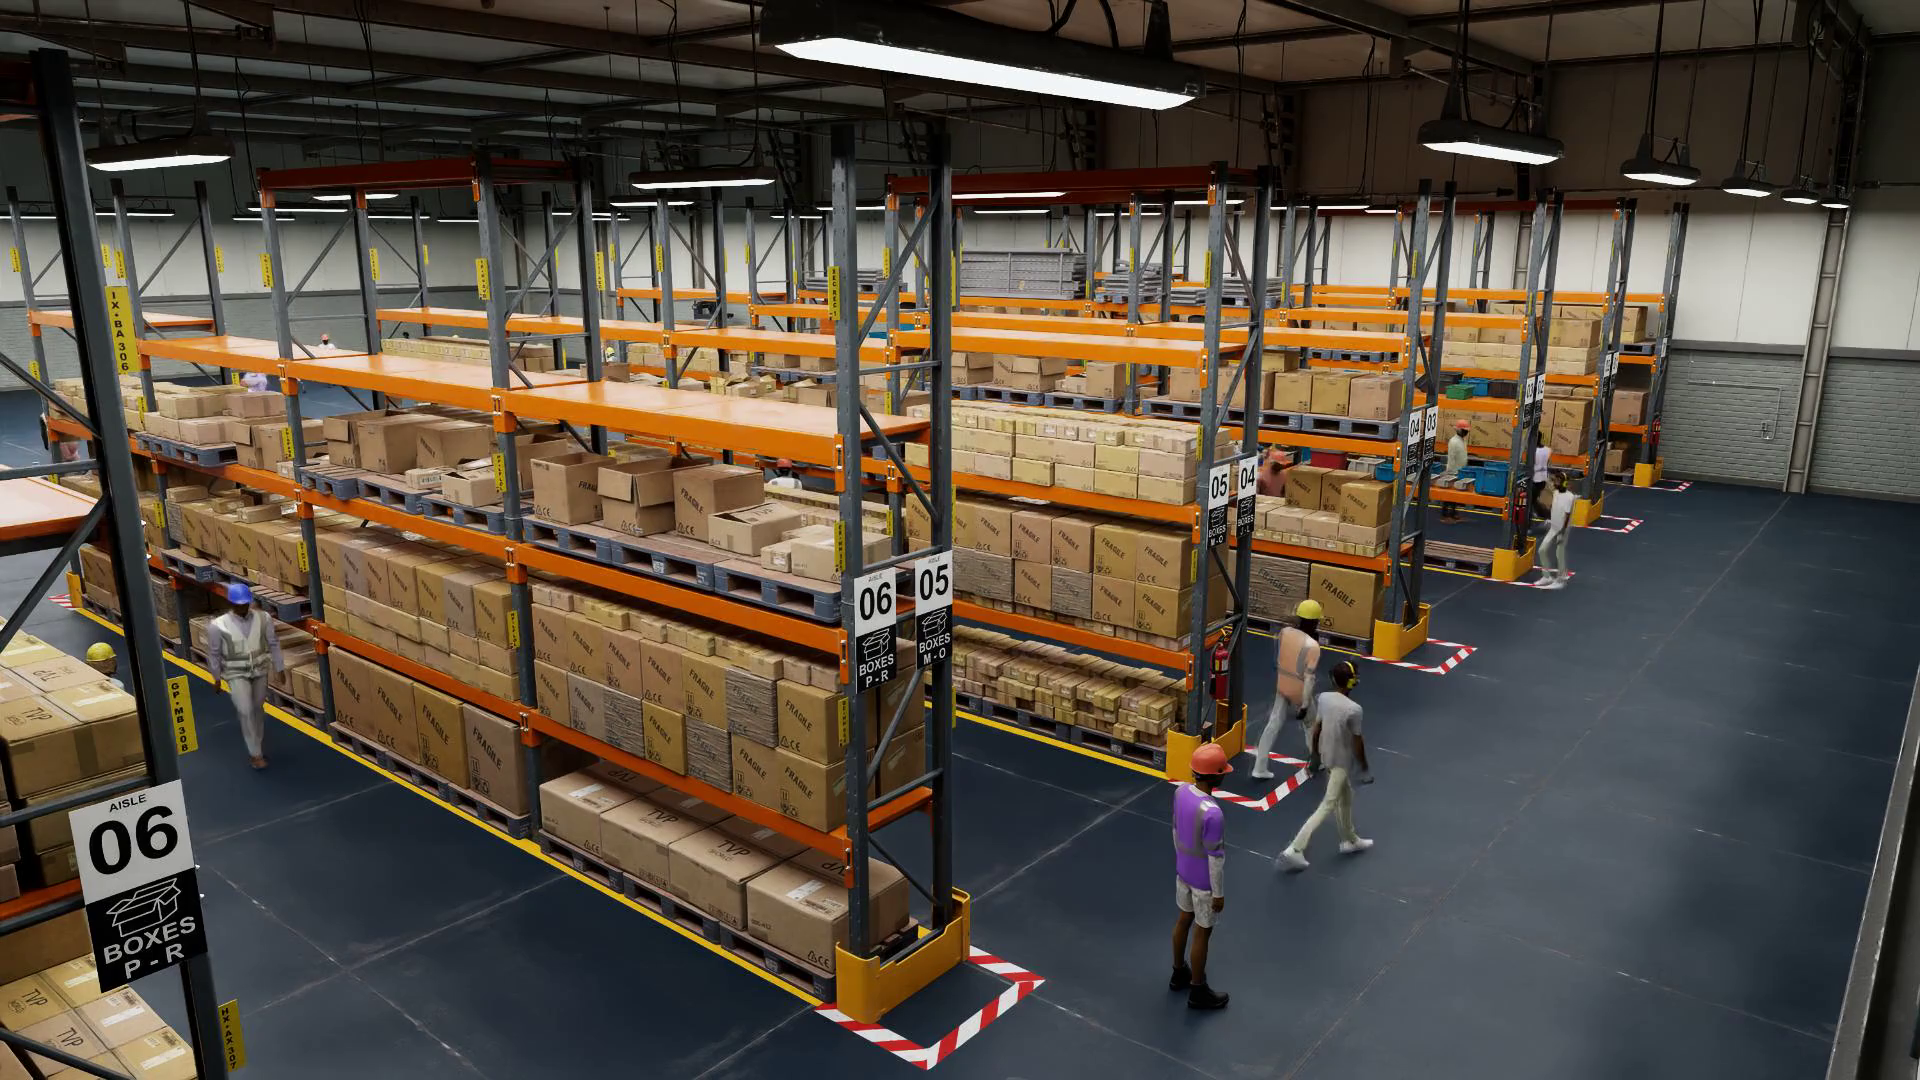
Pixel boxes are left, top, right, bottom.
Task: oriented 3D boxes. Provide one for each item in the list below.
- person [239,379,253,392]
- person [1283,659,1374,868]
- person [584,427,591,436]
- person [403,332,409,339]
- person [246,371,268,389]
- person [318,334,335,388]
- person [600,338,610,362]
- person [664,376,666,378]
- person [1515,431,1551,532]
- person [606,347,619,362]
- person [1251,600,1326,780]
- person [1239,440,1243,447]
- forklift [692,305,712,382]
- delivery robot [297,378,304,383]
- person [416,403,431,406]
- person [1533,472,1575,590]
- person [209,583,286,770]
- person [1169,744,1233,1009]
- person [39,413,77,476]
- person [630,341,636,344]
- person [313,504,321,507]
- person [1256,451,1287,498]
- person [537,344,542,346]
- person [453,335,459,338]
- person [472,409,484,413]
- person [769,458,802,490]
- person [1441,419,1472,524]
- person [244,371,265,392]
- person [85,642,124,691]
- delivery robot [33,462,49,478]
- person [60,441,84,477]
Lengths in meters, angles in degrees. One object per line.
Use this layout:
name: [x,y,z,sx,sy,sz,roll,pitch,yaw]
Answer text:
person: [-19.033,-3.501,33.687,0.807,1.604,0.515,5,15,21]
person: [3.229,1.926,10.912,0.983,1.832,0.511,-5,14,-18]
person: [-9.455,-3.338,32.327,0.350,1.934,0.635,5,15,20]
person: [-21.595,-7.325,49.274,0.534,1.674,0.769,-1,14,-3]
person: [-21.480,-4.782,38.469,1.015,1.847,0.646,0,14,1]
person: [-22.677,-6.447,45.197,0.549,1.907,0.912,-5,15,-21]
person: [-14.353,-7.665,50.748,0.511,1.639,0.308,-5,14,-18]
person: [-9.283,-5.115,39.639,0.547,1.934,0.375,-2,14,-9]
person: [10.552,-1.056,23.074,0.600,1.874,0.473,-8,16,-30]
person: [-11.180,-5.260,40.443,0.403,1.834,0.588,3,14,11]
person: [3.367,1.495,12.611,1.039,1.865,0.588,-8,16,-30]
person: [5.582,-1.337,24.344,0.428,1.812,0.608,9,16,34]
forklift: [-9.511,-7.392,47.124,1.873,2.768,1.129,11,17,38]
delivery robot: [-22.954,-5.539,43.611,0.335,0.223,0.698,-4,14,-17]
person: [-14.511,-3.677,34.181,0.526,1.719,0.897,-6,15,-23]
person: [9.160,-0.131,19.338,0.547,1.847,0.522,-3,14,-13]
person: [-7.245,1.389,12.911,0.867,1.913,0.645,12,18,41]
person: [1.718,2.352,8.914,0.356,1.936,0.551,-5,14,-19]
person: [-19.892,-2.192,27.836,0.644,1.822,0.447,-10,17,-37]
person: [-10.686,-5.636,41.780,1.037,1.941,0.606,0,14,0]
person: [-12.385,-1.339,24.134,0.402,1.914,0.622,4,14,15]
person: [5.091,-0.535,20.805,0.656,1.930,1.055,-4,14,-17]
person: [-14.307,-5.819,42.993,0.927,1.716,0.523,-1,14,-6]
person: [-18.441,-6.625,46.201,0.523,1.769,0.314,3,14,11]
person: [-12.717,-3.525,33.222,1.060,1.890,0.638,9,16,33]
person: [-2.796,-0.368,20.250,0.559,1.896,0.698,-4,14,-18]
person: [9.427,-1.311,23.867,0.400,1.990,0.622,12,18,41]
person: [-19.342,-3.843,34.517,0.775,1.900,0.373,4,14,15]
person: [-7.847,1.790,11.655,0.483,1.737,0.320,3,14,12]
delivery robot: [-20.017,-1.445,27.311,0.477,0.478,0.707,-3,14,-13]
person: [-18.305,-1.759,25.943,0.742,1.881,0.642,-3,14,-13]
